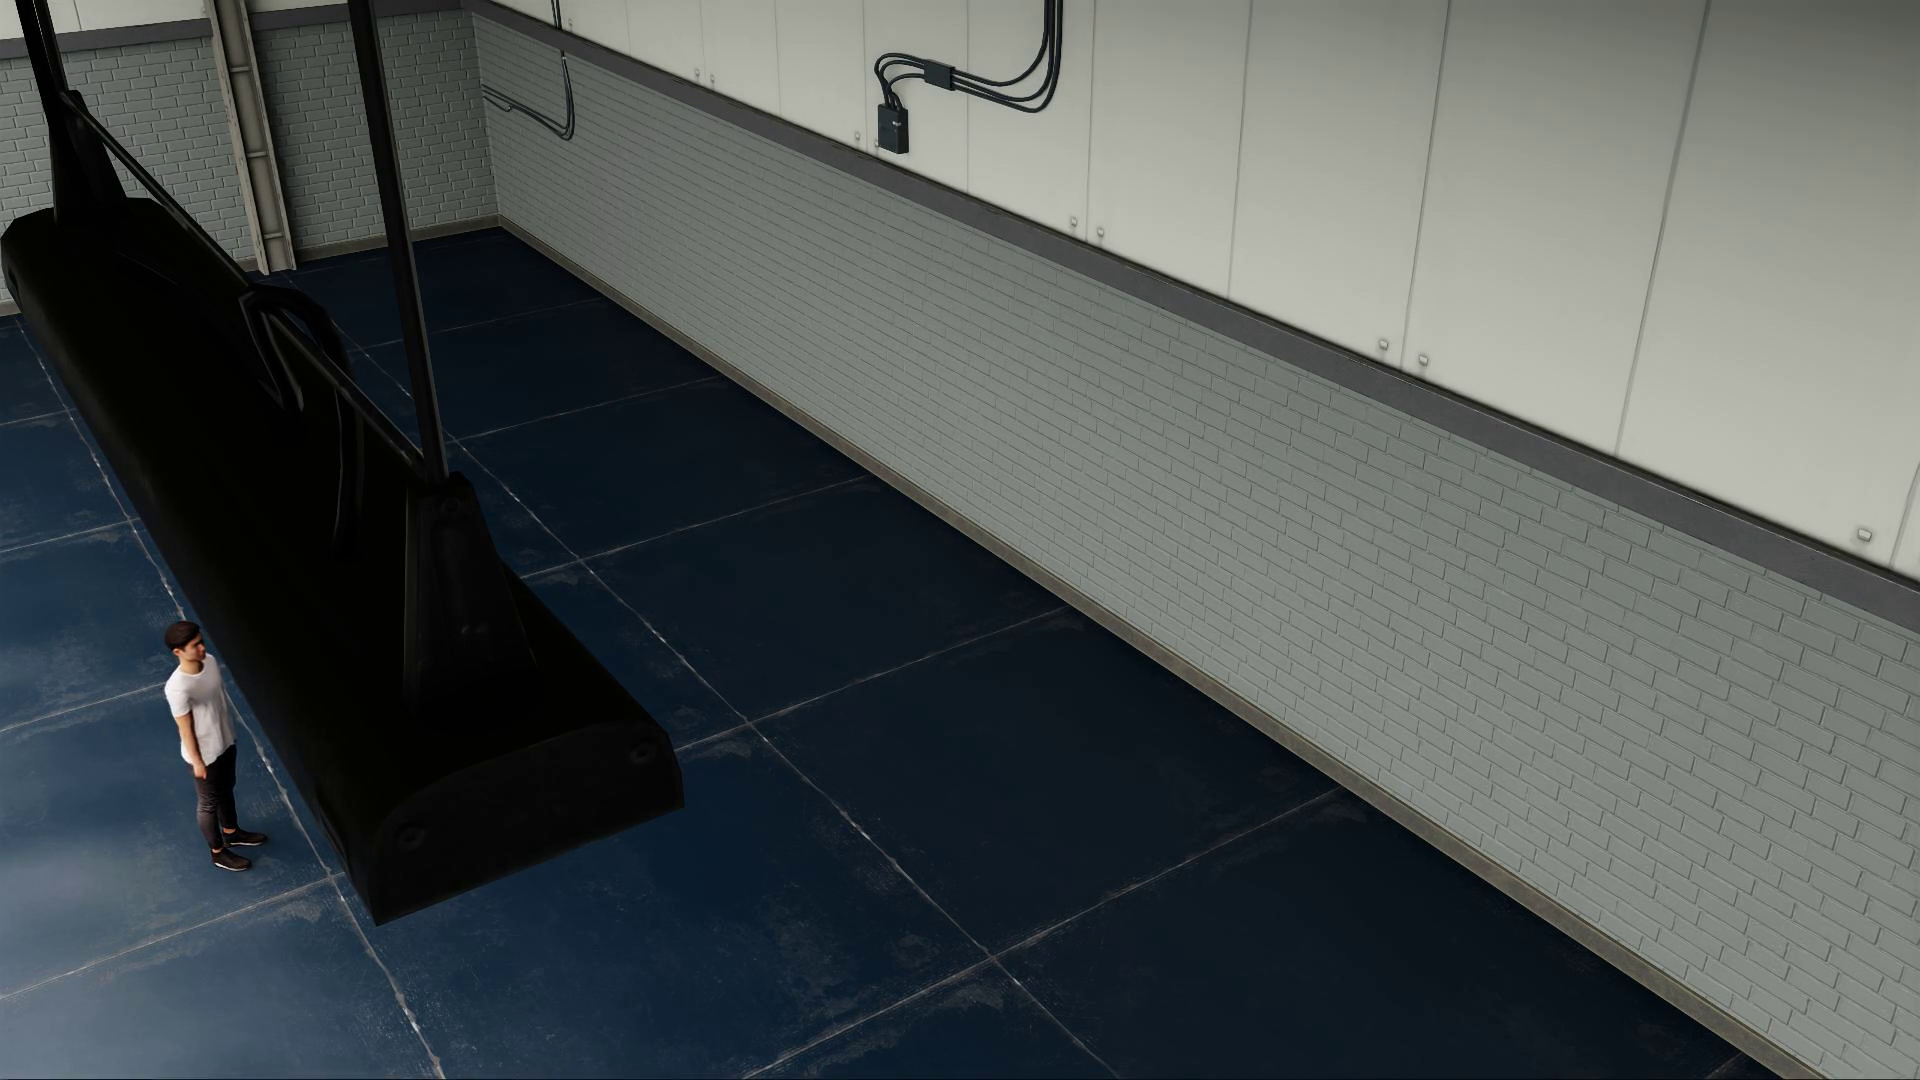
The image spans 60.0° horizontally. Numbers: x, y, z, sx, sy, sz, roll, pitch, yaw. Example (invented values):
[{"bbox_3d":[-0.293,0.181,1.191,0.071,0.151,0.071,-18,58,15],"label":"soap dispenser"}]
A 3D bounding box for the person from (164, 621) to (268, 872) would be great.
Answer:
[{"bbox_3d":[-4.687,1.250,10.356,0.741,1.722,0.701,2,28,4],"label":"person"}]
